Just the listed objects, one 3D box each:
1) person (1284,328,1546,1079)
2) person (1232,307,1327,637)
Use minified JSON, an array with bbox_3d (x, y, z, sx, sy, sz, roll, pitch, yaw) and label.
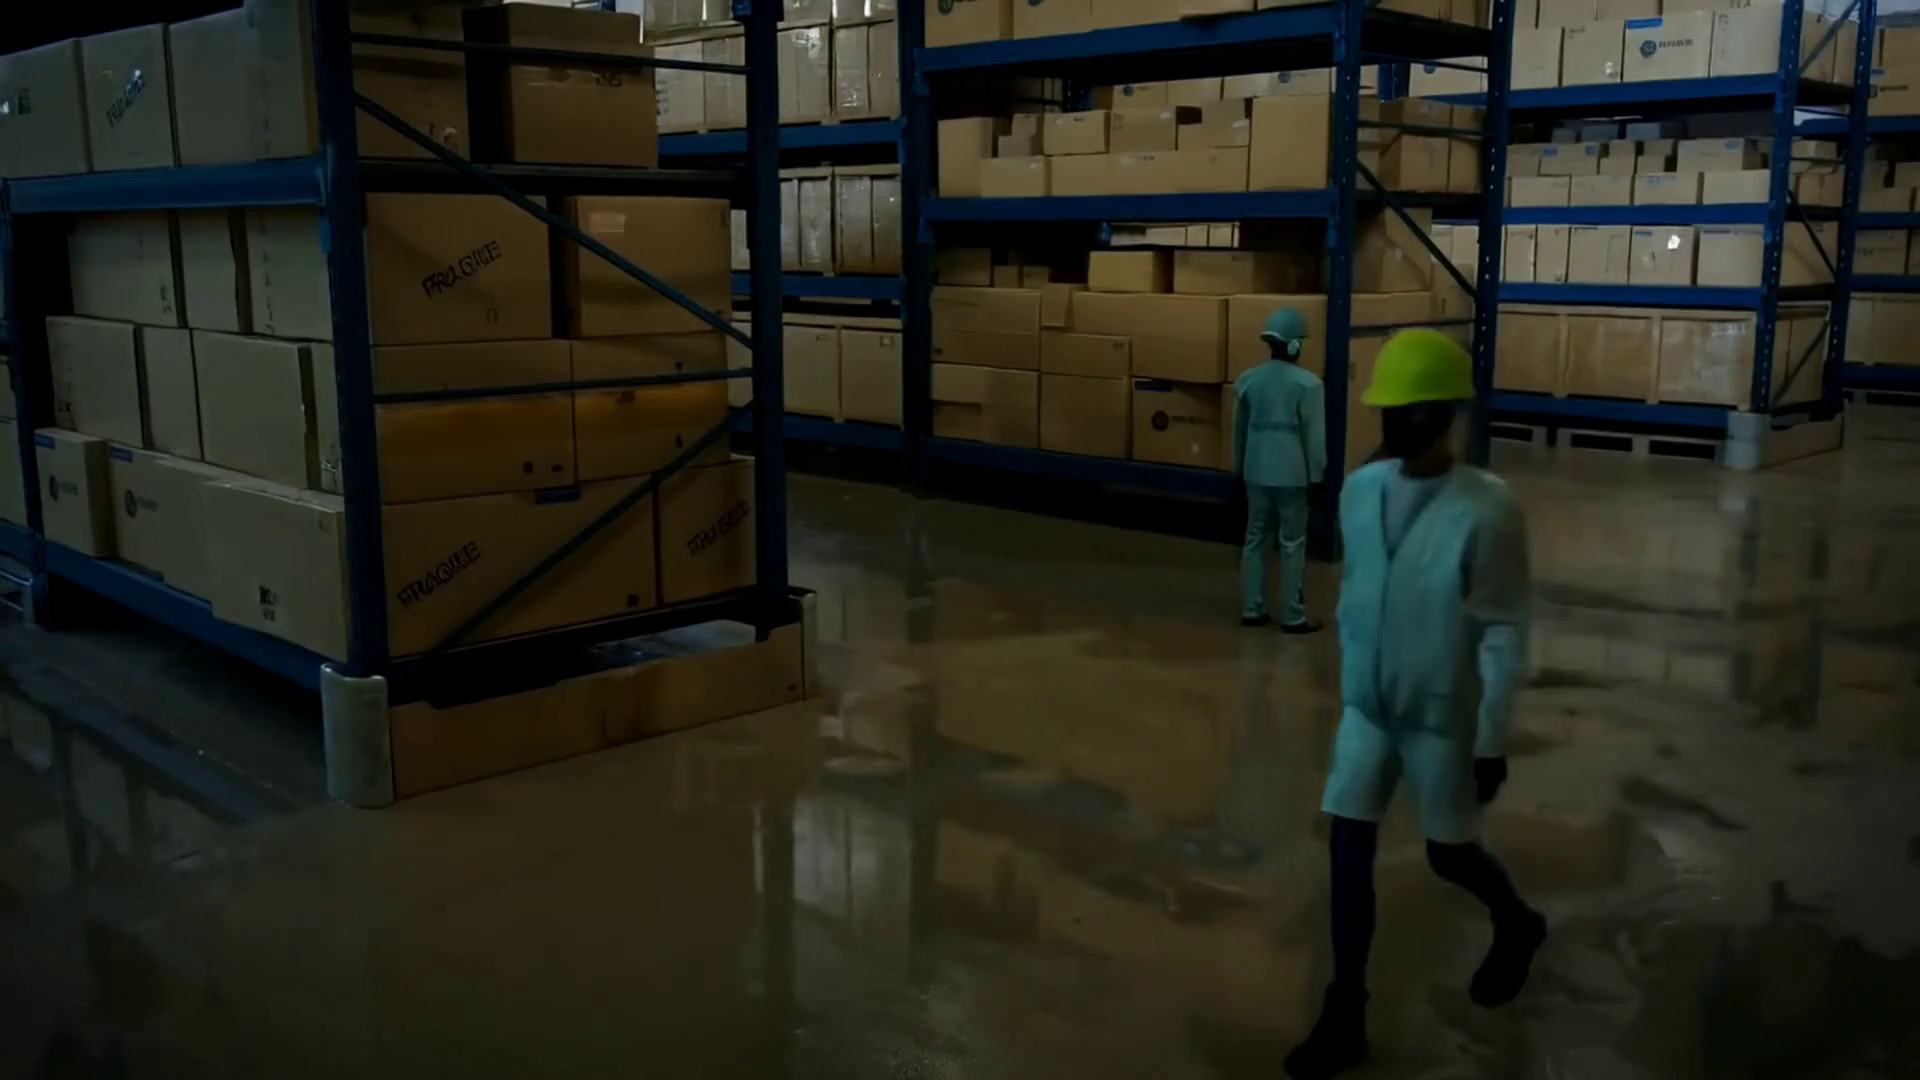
[{"bbox_3d":[1.228,0.404,4.315,0.866,1.913,0.550,-8,13,-37],"label":"person"},{"bbox_3d":[1.719,-0.362,8.897,0.327,1.753,0.563,-10,14,-44],"label":"person"}]
